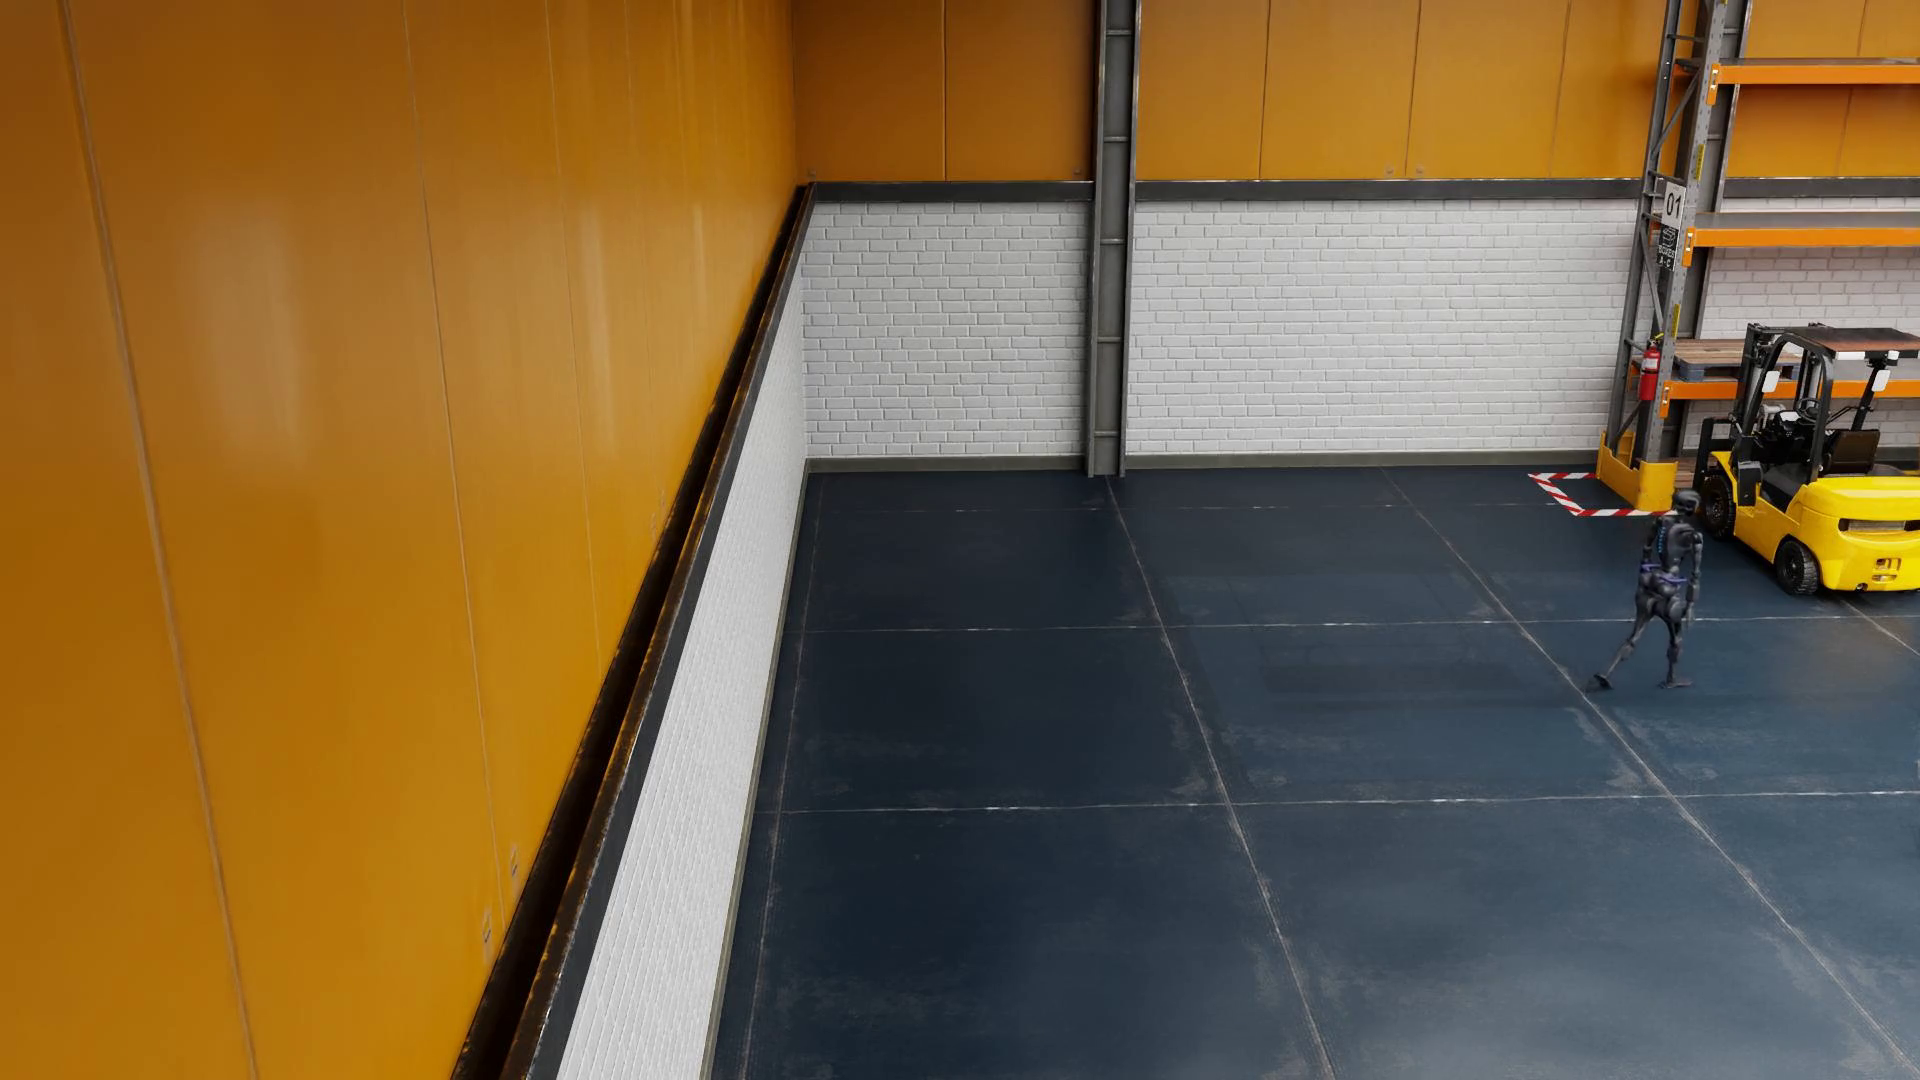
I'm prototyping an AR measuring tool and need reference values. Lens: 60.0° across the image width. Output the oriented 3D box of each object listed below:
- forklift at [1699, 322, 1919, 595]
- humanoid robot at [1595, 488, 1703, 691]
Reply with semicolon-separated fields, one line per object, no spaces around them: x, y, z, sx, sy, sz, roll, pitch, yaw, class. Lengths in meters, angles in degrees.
7.809;-0.792;14.926;1.214;2.155;2.313;-1;20;-2;forklift
5.252;0.399;12.526;0.769;1.649;0.610;-7;21;-19;humanoid robot
